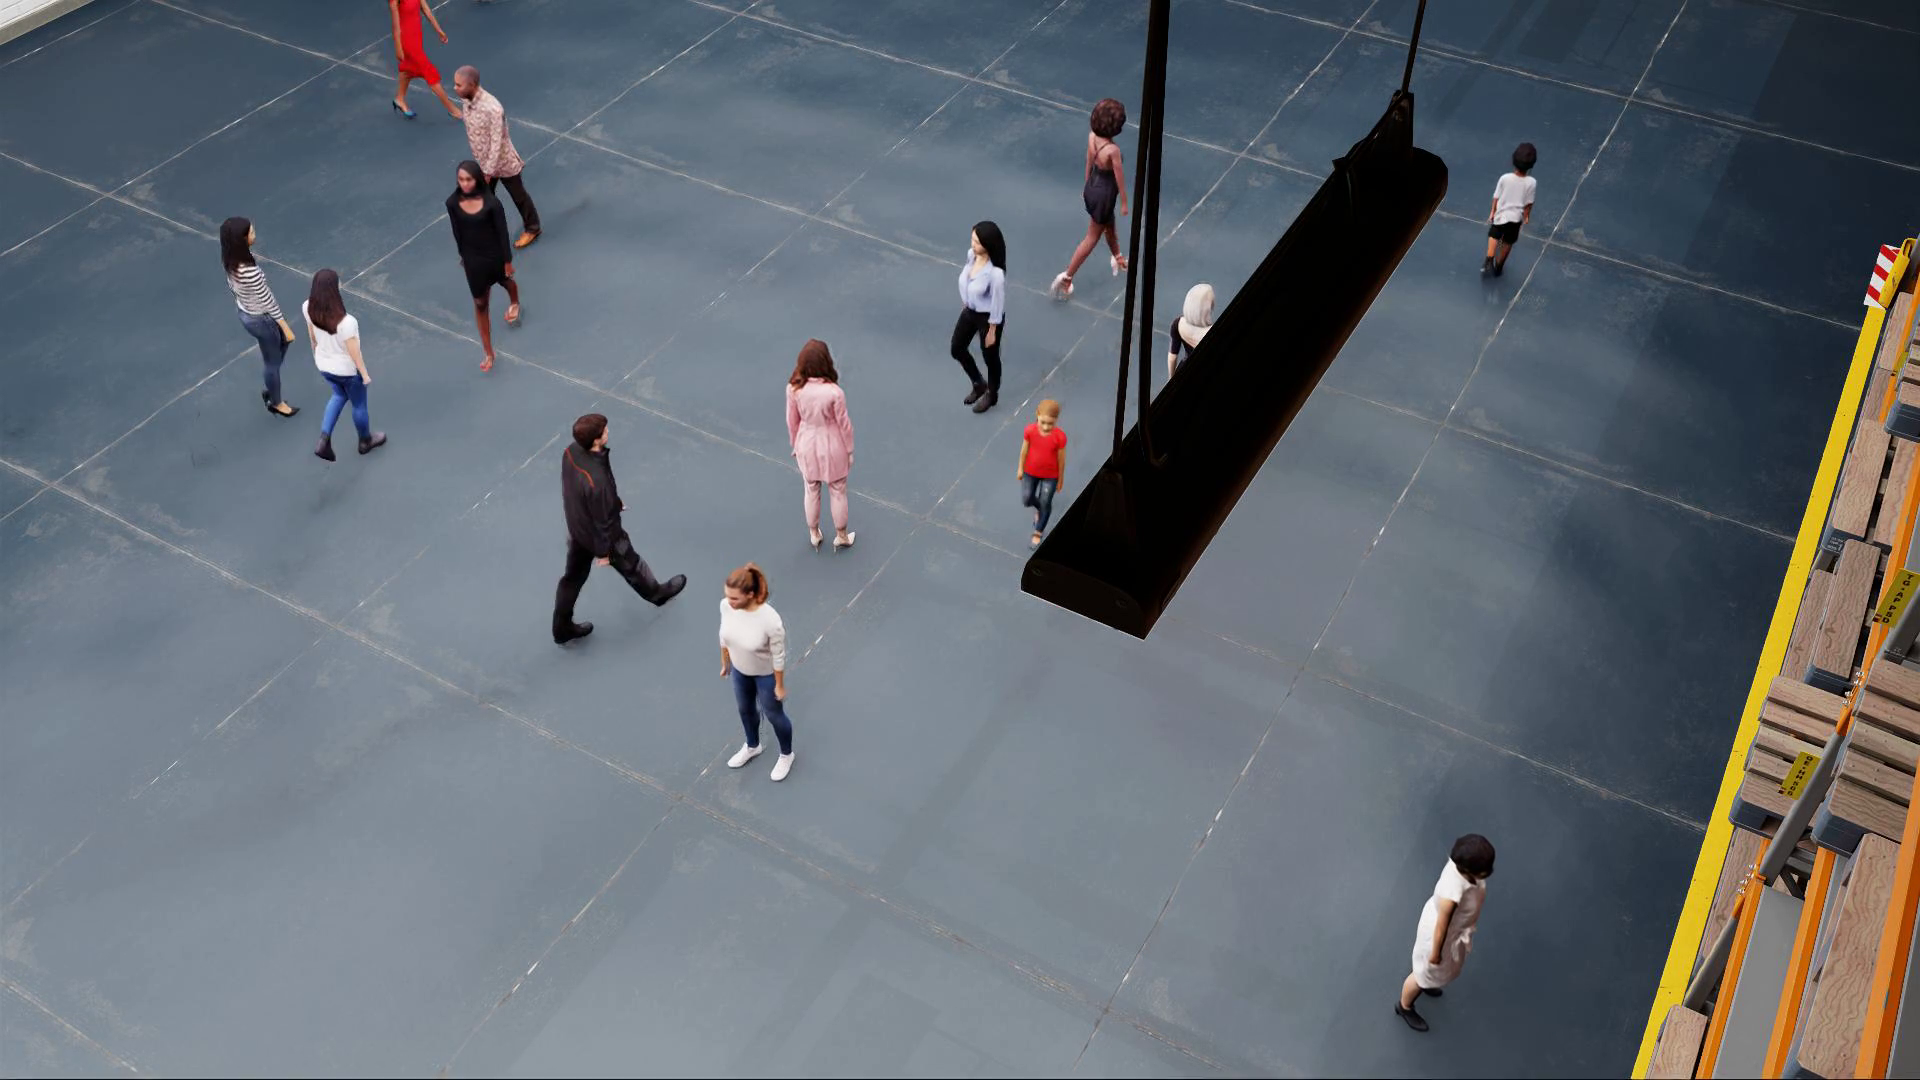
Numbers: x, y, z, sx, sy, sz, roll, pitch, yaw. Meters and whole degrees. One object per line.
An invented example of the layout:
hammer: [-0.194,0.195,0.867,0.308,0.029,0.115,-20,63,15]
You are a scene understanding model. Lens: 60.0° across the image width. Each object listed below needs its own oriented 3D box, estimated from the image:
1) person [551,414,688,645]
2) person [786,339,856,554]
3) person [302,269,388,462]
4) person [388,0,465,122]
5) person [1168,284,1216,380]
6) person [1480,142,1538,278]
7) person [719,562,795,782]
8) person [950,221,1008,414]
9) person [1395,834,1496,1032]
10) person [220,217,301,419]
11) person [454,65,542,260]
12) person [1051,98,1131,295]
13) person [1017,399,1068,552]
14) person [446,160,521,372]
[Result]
person: [-2.486,-0.005,10.938,1.317,1.782,1.000,-29,51,-27]
person: [-0.969,-0.619,11.568,0.668,1.802,0.617,10,44,10]
person: [-4.622,-1.205,12.285,0.662,1.661,0.839,17,46,17]
person: [-5.381,-4.818,16.049,0.931,1.701,1.099,4,44,4]
person: [1.689,-1.090,12.042,0.585,1.830,0.506,24,49,23]
person: [4.710,-2.777,14.232,0.546,1.252,0.610,13,45,13]
person: [-1.220,0.775,10.161,0.626,1.724,0.584,22,48,22]
person: [0.256,-1.713,12.763,0.758,1.737,0.763,-25,49,-24]
person: [2.593,2.078,8.918,0.630,1.552,0.466,19,47,19]
person: [-5.391,-1.599,12.616,0.715,1.775,0.698,-29,51,-27]
person: [-3.949,-3.319,14.423,0.748,1.772,1.082,28,50,26]
person: [1.109,-2.807,13.902,1.159,1.749,0.938,-21,48,-21]
person: [0.597,-0.523,11.827,0.567,1.304,0.654,12,45,12]
person: [-3.791,-2.324,13.450,0.991,1.674,1.261,3,44,3]
